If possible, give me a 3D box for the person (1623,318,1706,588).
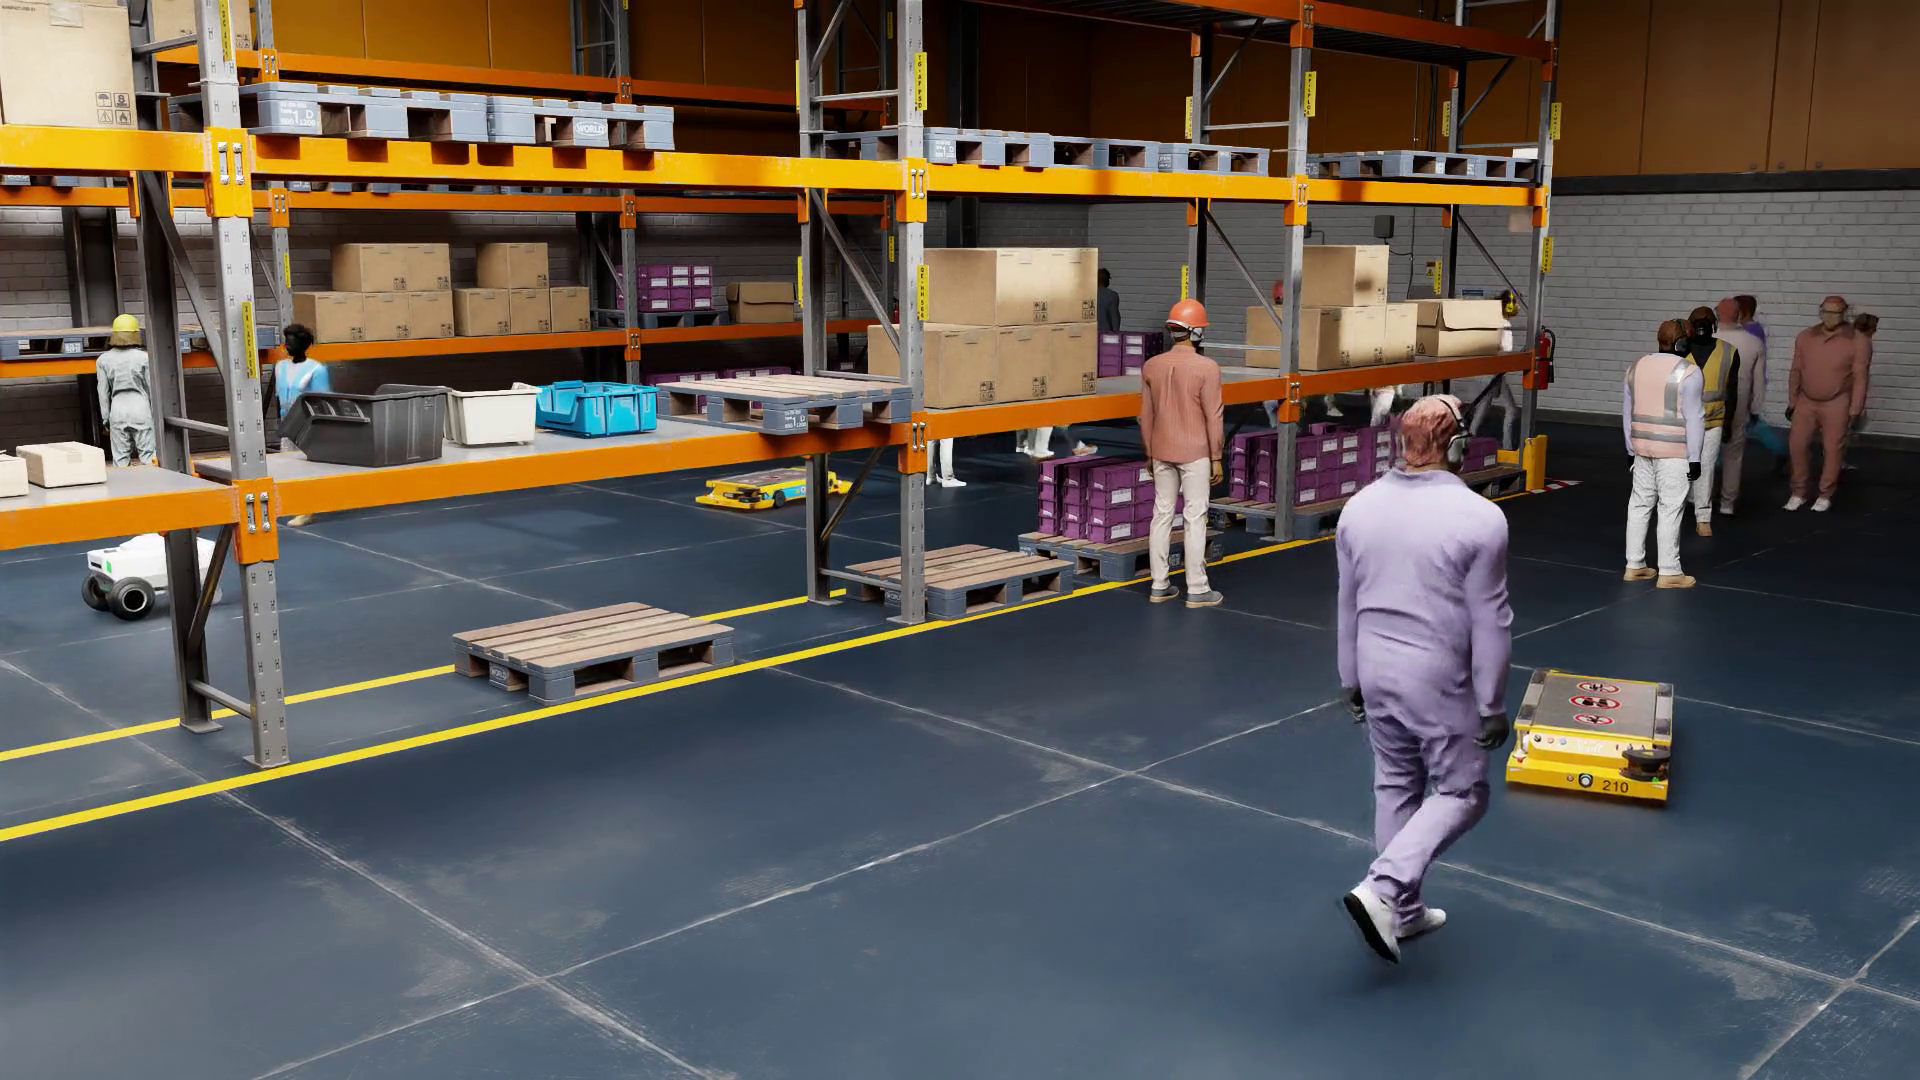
[{"bbox_3d":[4.855,-0.597,11.442,0.429,1.841,0.633,-5,11,-25],"label":"person"}]

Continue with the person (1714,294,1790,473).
[{"bbox_3d":[7.995,-1.576,16.865,0.845,1.816,0.572,9,14,42],"label":"person"}]

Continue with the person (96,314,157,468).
[{"bbox_3d":[-7.027,-1.040,14.134,0.493,1.740,0.325,-1,10,-8],"label":"person"}]

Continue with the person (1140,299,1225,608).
[{"bbox_3d":[1.457,-0.560,10.817,0.609,1.996,0.379,9,14,40],"label":"person"}]

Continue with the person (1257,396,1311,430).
[{"bbox_3d":[3.051,-1.329,15.679,0.438,1.749,0.552,-10,14,-44],"label":"person"}]

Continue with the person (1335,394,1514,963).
[{"bbox_3d":[1.488,0.471,5.472,0.589,1.892,0.658,-7,13,-35],"label":"person"}]

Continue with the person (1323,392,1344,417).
[{"bbox_3d":[5.050,-2.563,22.121,0.544,1.856,0.402,-7,13,-34],"label":"person"}]

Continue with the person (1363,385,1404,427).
[{"bbox_3d":[4.480,-1.564,17.394,0.781,1.597,0.530,-4,11,-23],"label":"person"}]

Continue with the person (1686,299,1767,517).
[{"bbox_3d":[6.622,-1.163,14.486,0.683,1.851,0.981,2,11,11],"label":"person"}]

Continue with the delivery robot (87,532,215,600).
[{"bbox_3d":[-5.178,0.140,10.680,0.477,0.478,0.707,9,14,42],"label":"delivery robot"}]

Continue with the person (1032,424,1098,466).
[{"bbox_3d":[1.144,-1.731,17.482,0.958,1.893,0.630,-5,12,-26],"label":"person"}]

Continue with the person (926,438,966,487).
[{"bbox_3d":[-0.167,-1.325,15.981,0.288,1.633,0.497,-9,14,-41],"label":"person"}]

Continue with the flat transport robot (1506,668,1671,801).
[{"bbox_3d":[2.955,0.868,7.737,0.652,0.197,1.431,4,11,23],"label":"flat transport robot"}]

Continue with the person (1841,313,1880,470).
[{"bbox_3d":[9.139,-1.509,17.025,0.356,1.622,0.521,6,12,30],"label":"person"}]

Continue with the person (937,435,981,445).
[{"bbox_3d":[-0.016,-1.977,19.333,0.560,1.712,0.843,7,13,35],"label":"person"}]

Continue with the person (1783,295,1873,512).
[{"bbox_3d":[7.437,-1.158,14.366,0.686,1.883,0.680,-10,14,-43],"label":"person"}]

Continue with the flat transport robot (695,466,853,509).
[{"bbox_3d":[-1.672,-0.485,15.120,0.652,0.197,1.431,7,13,34],"label":"flat transport robot"}]

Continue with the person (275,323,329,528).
[{"bbox_3d":[-5.447,-0.968,13.876,0.544,1.683,0.573,5,11,23],"label":"person"}]

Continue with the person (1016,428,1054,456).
[{"bbox_3d":[0.803,-1.877,18.216,0.381,1.917,0.585,-5,11,-24],"label":"person"}]

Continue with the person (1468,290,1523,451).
[{"bbox_3d":[5.694,-1.689,17.411,0.796,1.830,0.634,0,10,-3],"label":"person"}]

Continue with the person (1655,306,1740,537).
[{"bbox_3d":[5.894,-0.947,13.352,0.627,1.844,0.429,3,11,17],"label":"person"}]

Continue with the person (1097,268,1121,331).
[{"bbox_3d":[2.012,-2.912,23.802,0.635,1.937,0.352,8,13,35],"label":"person"}]

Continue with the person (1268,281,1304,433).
[{"bbox_3d":[3.792,-2.081,19.421,0.559,1.894,0.985,10,14,43],"label":"person"}]
